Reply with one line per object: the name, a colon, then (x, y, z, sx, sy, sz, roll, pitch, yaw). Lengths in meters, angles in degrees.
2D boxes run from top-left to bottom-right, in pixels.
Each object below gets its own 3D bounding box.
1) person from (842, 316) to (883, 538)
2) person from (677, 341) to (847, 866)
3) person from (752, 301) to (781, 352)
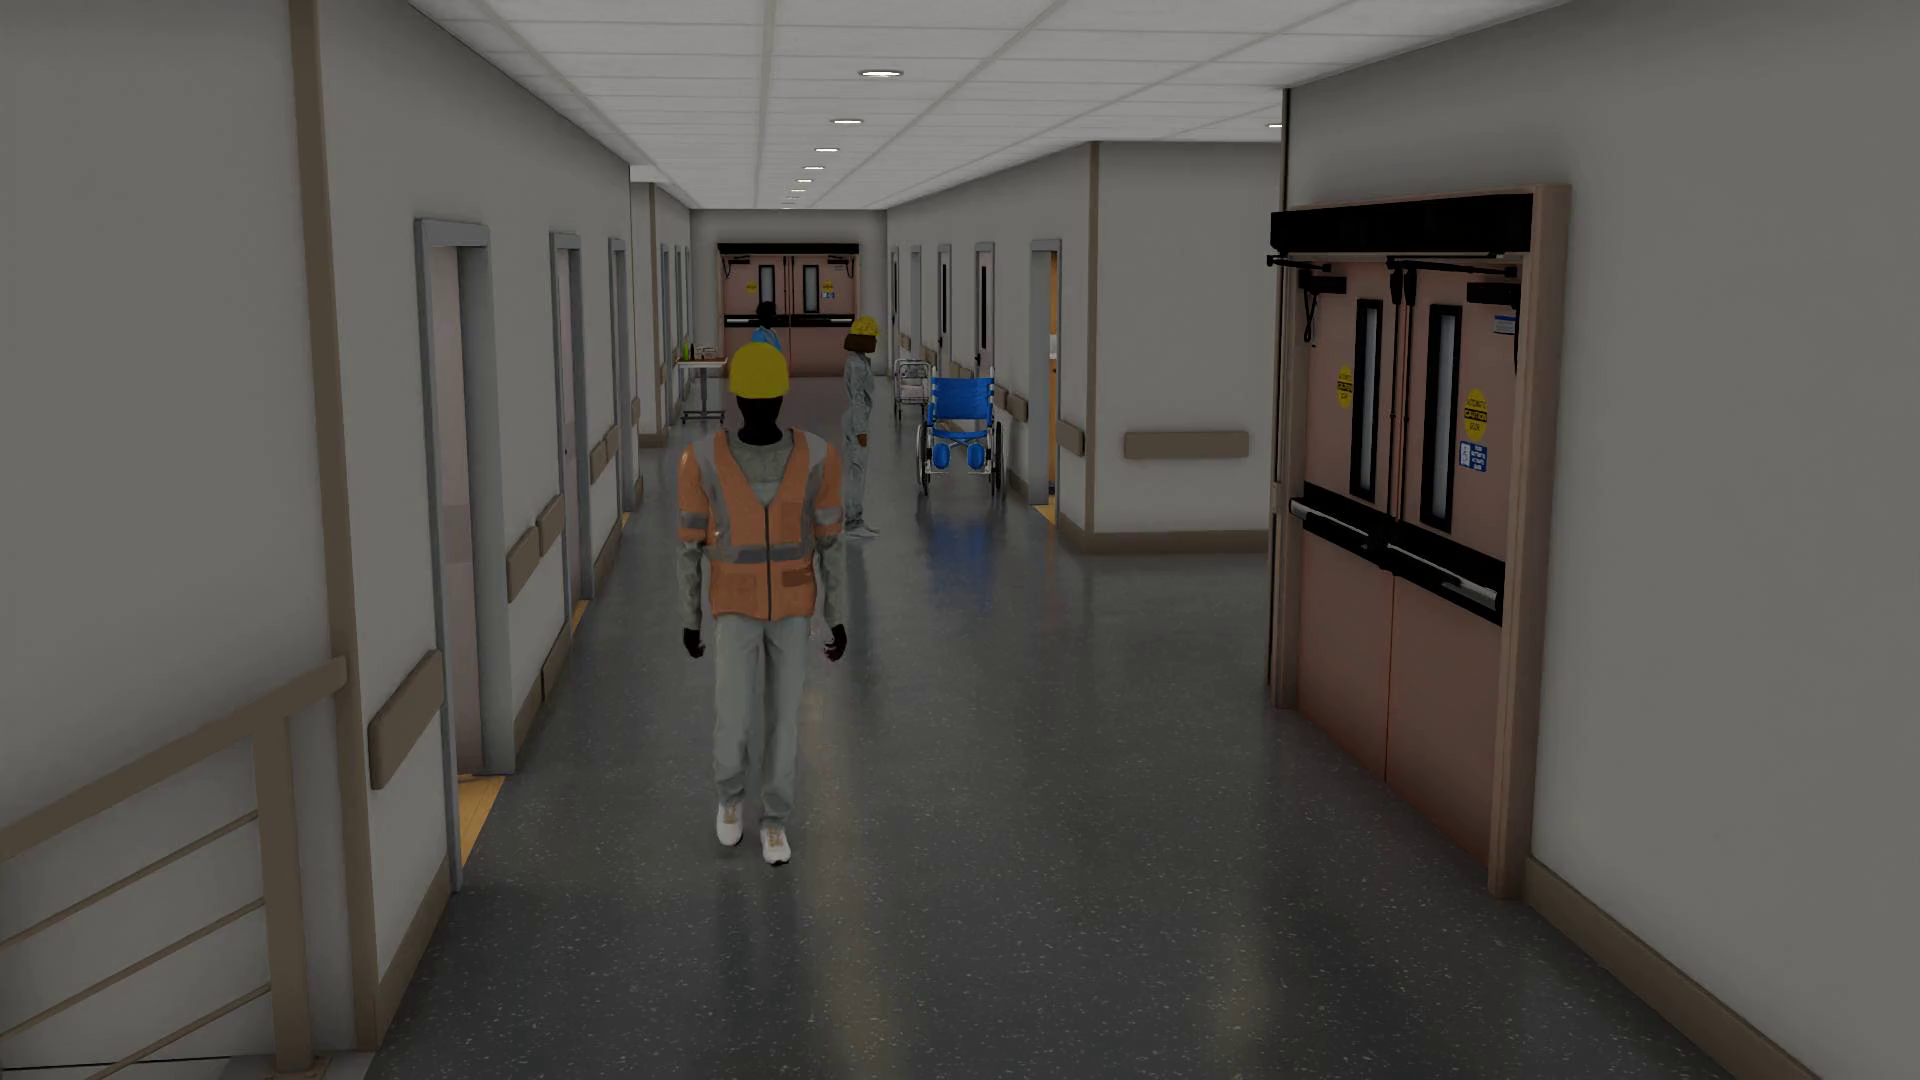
person: (-0.765, -0.883, 13.071, 0.326, 1.737, 0.486, 0, 10, -2)
person: (-0.707, 0.239, 6.013, 0.595, 1.910, 0.428, -3, 10, -16)
person: (-2.164, -1.830, 18.685, 0.318, 1.699, 0.535, 2, 10, 10)
